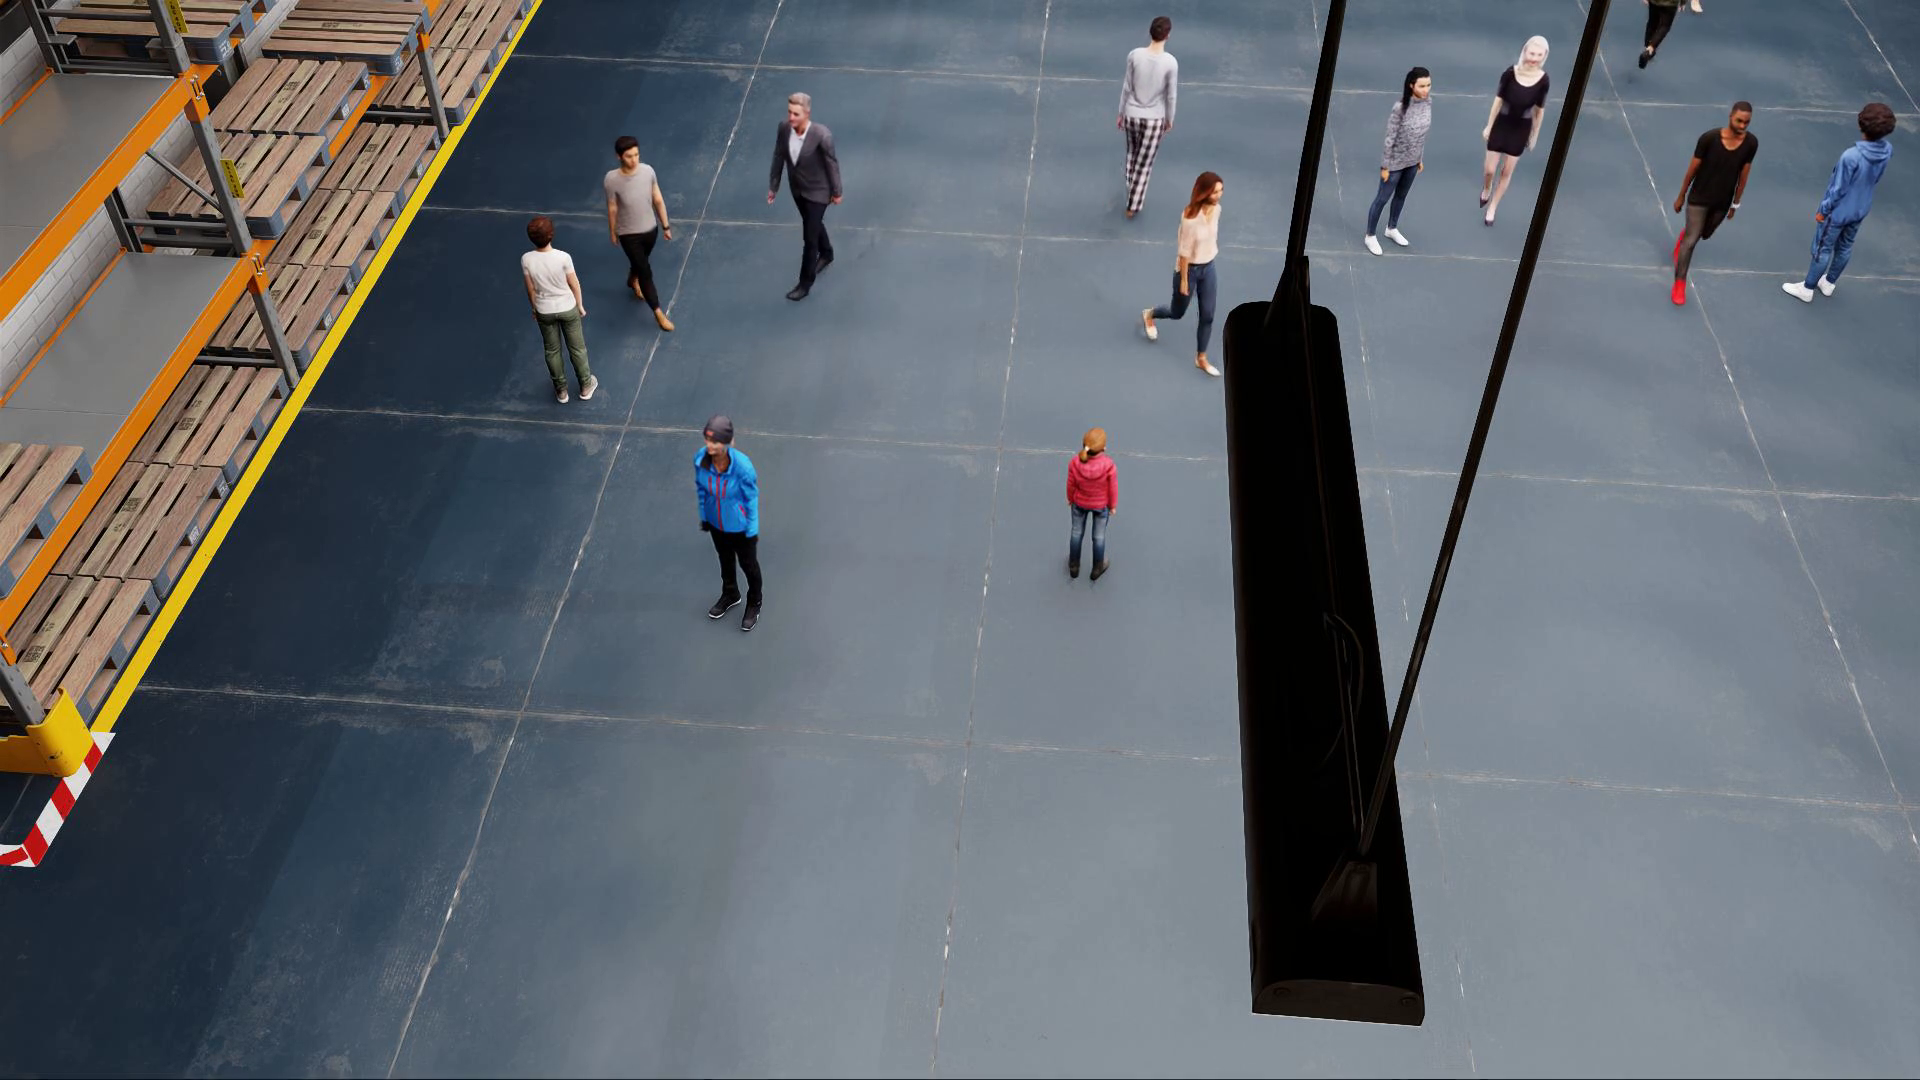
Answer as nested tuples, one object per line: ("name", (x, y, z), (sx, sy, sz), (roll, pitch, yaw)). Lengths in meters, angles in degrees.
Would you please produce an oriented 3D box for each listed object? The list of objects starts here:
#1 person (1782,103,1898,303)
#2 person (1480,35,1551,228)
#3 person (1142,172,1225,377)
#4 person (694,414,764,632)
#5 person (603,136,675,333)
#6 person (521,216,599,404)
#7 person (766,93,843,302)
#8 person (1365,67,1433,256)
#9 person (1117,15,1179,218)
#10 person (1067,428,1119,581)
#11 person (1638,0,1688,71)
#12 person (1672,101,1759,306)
("person", (7.462, -2.820, 13.990), (0.749, 1.805, 0.717), (-14, 45, -14))
("person", (4.931, -3.694, 14.895), (0.669, 1.821, 0.715), (11, 45, 11))
("person", (1.814, -2.179, 13.348), (1.014, 1.761, 1.137), (-25, 49, -24))
("person", (-1.532, -0.130, 11.173), (0.684, 1.795, 0.658), (20, 47, 20))
("person", (-2.724, -2.636, 13.893), (1.078, 1.672, 1.197), (-26, 49, -24))
("person", (-3.156, -1.799, 13.027), (0.608, 1.655, 0.588), (-5, 44, -5))
("person", (-1.240, -3.033, 14.209), (1.055, 1.810, 1.208), (27, 50, 26))
("person", (3.879, -3.351, 14.599), (0.690, 1.732, 0.705), (-21, 47, -20))
("person", (1.638, -3.761, 14.969), (0.794, 1.815, 0.966), (15, 46, 15))
("person", (0.916, -0.254, 11.649), (0.540, 1.318, 0.540), (10, 45, 10))
("person", (7.215, -5.534, 17.088), (0.845, 1.460, 0.969), (29, 51, 27))
("person", (6.369, -2.953, 14.148), (0.714, 1.778, 1.128), (6, 44, 7))
